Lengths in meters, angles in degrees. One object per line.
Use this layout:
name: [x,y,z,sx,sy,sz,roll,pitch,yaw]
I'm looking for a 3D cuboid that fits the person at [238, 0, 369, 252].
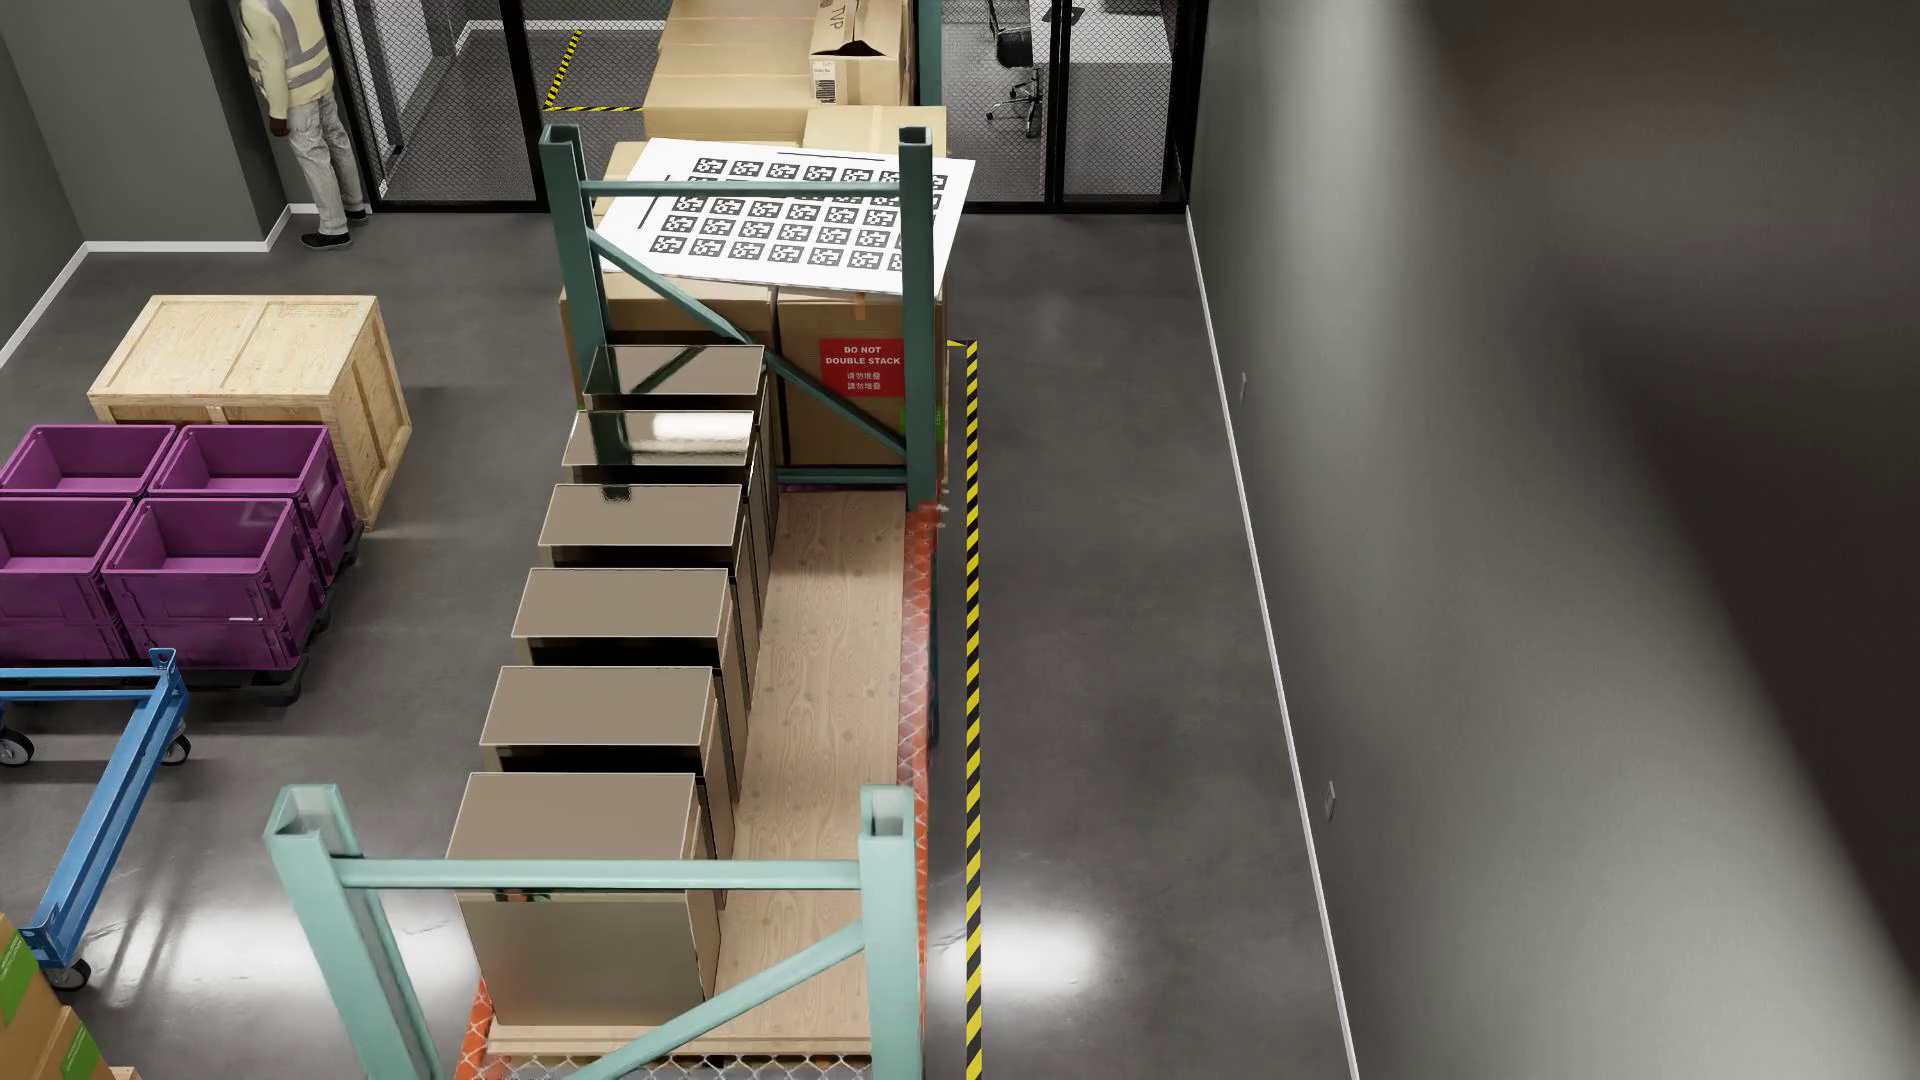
person: [-3.480,-2.386,8.691,0.404,1.835,0.587,6,42,7]
